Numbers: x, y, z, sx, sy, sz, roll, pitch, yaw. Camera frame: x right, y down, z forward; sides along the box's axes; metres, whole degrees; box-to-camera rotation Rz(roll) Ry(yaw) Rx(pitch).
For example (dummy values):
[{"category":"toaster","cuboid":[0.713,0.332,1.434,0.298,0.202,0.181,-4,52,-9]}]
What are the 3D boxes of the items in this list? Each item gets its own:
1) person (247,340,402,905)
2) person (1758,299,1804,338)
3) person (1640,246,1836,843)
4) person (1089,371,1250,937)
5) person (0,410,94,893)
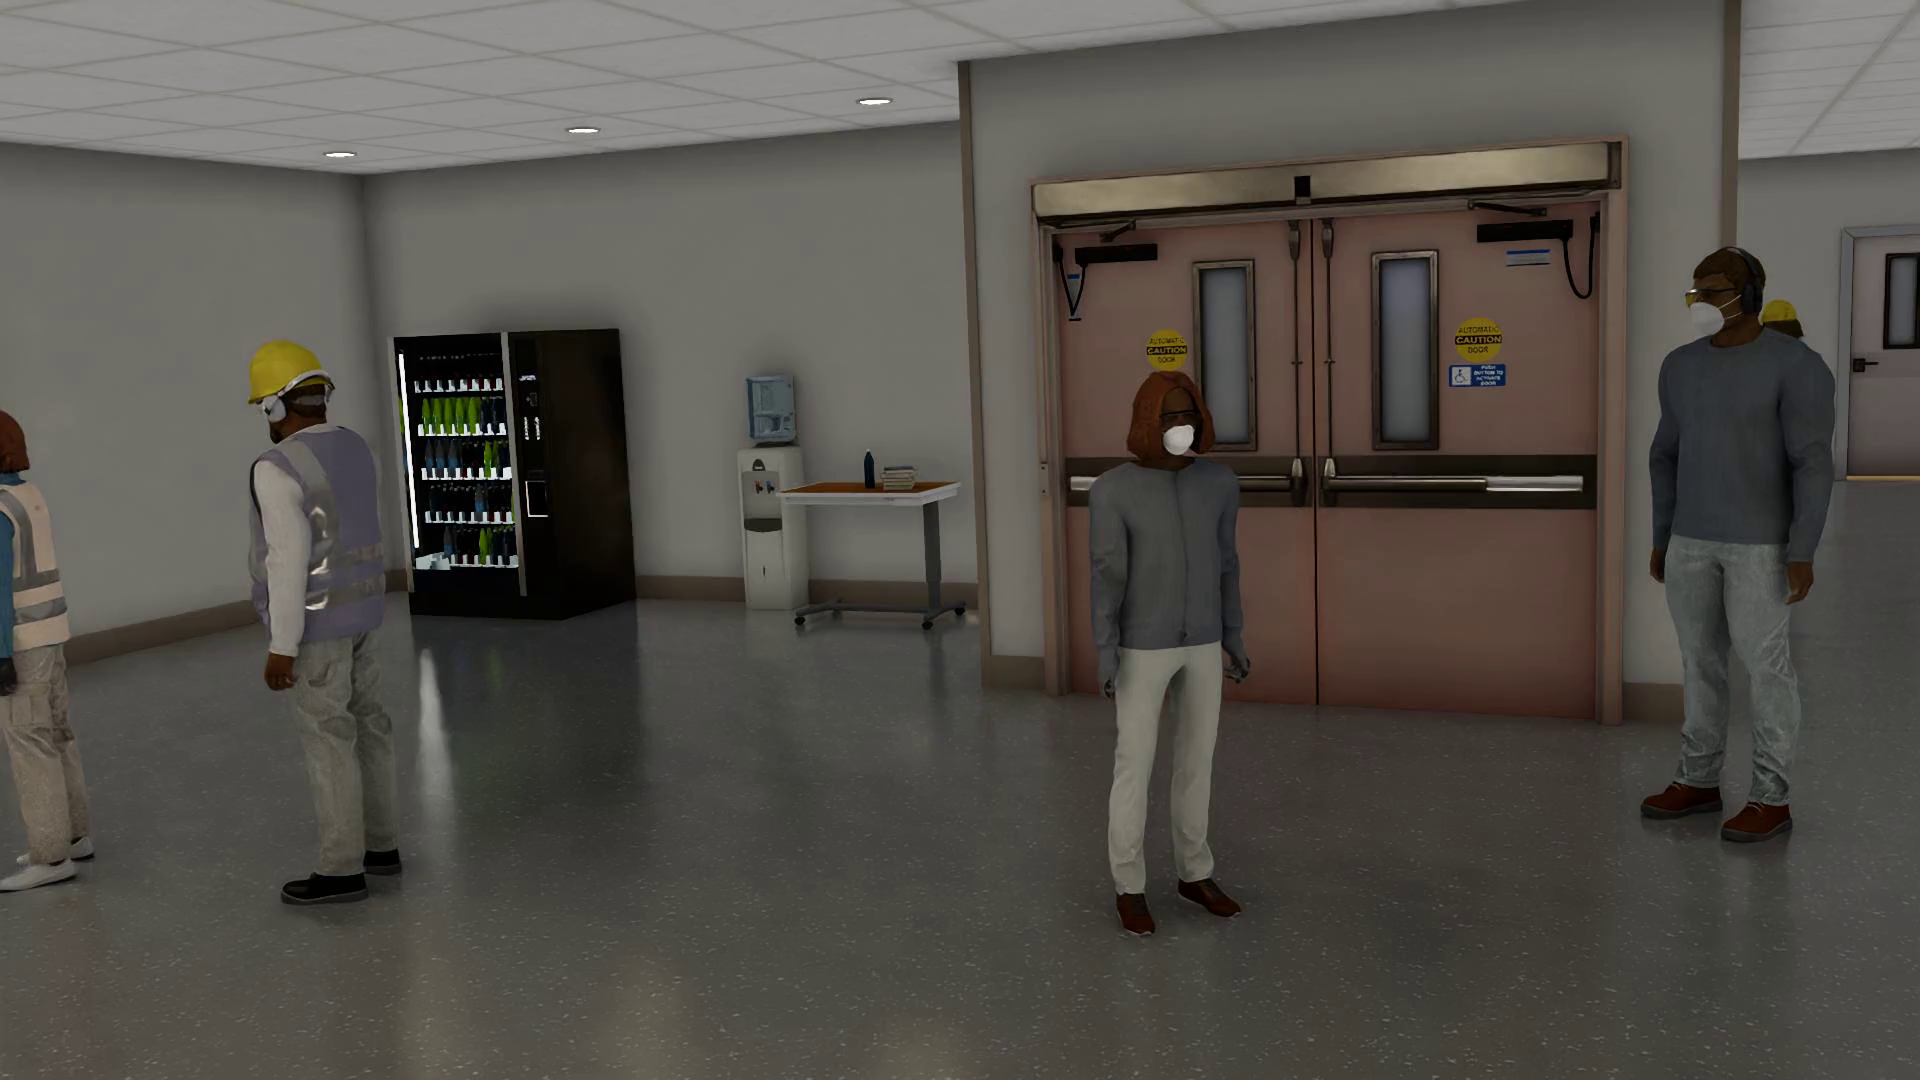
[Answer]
[{"category":"person","cuboid":[-2.080,0.266,5.406,0.404,1.823,0.592,-1,8,11]},{"category":"person","cuboid":[5.697,-0.788,11.486,0.452,1.747,0.515,-3,7,-8]},{"category":"person","cuboid":[2.546,0.012,5.486,0.353,1.937,0.635,-6,8,-26]},{"category":"person","cuboid":[0.617,0.322,4.865,0.507,1.632,0.264,-6,8,-24]},{"category":"person","cuboid":[-3.220,0.369,5.703,0.311,1.634,0.525,-4,8,-15]}]
